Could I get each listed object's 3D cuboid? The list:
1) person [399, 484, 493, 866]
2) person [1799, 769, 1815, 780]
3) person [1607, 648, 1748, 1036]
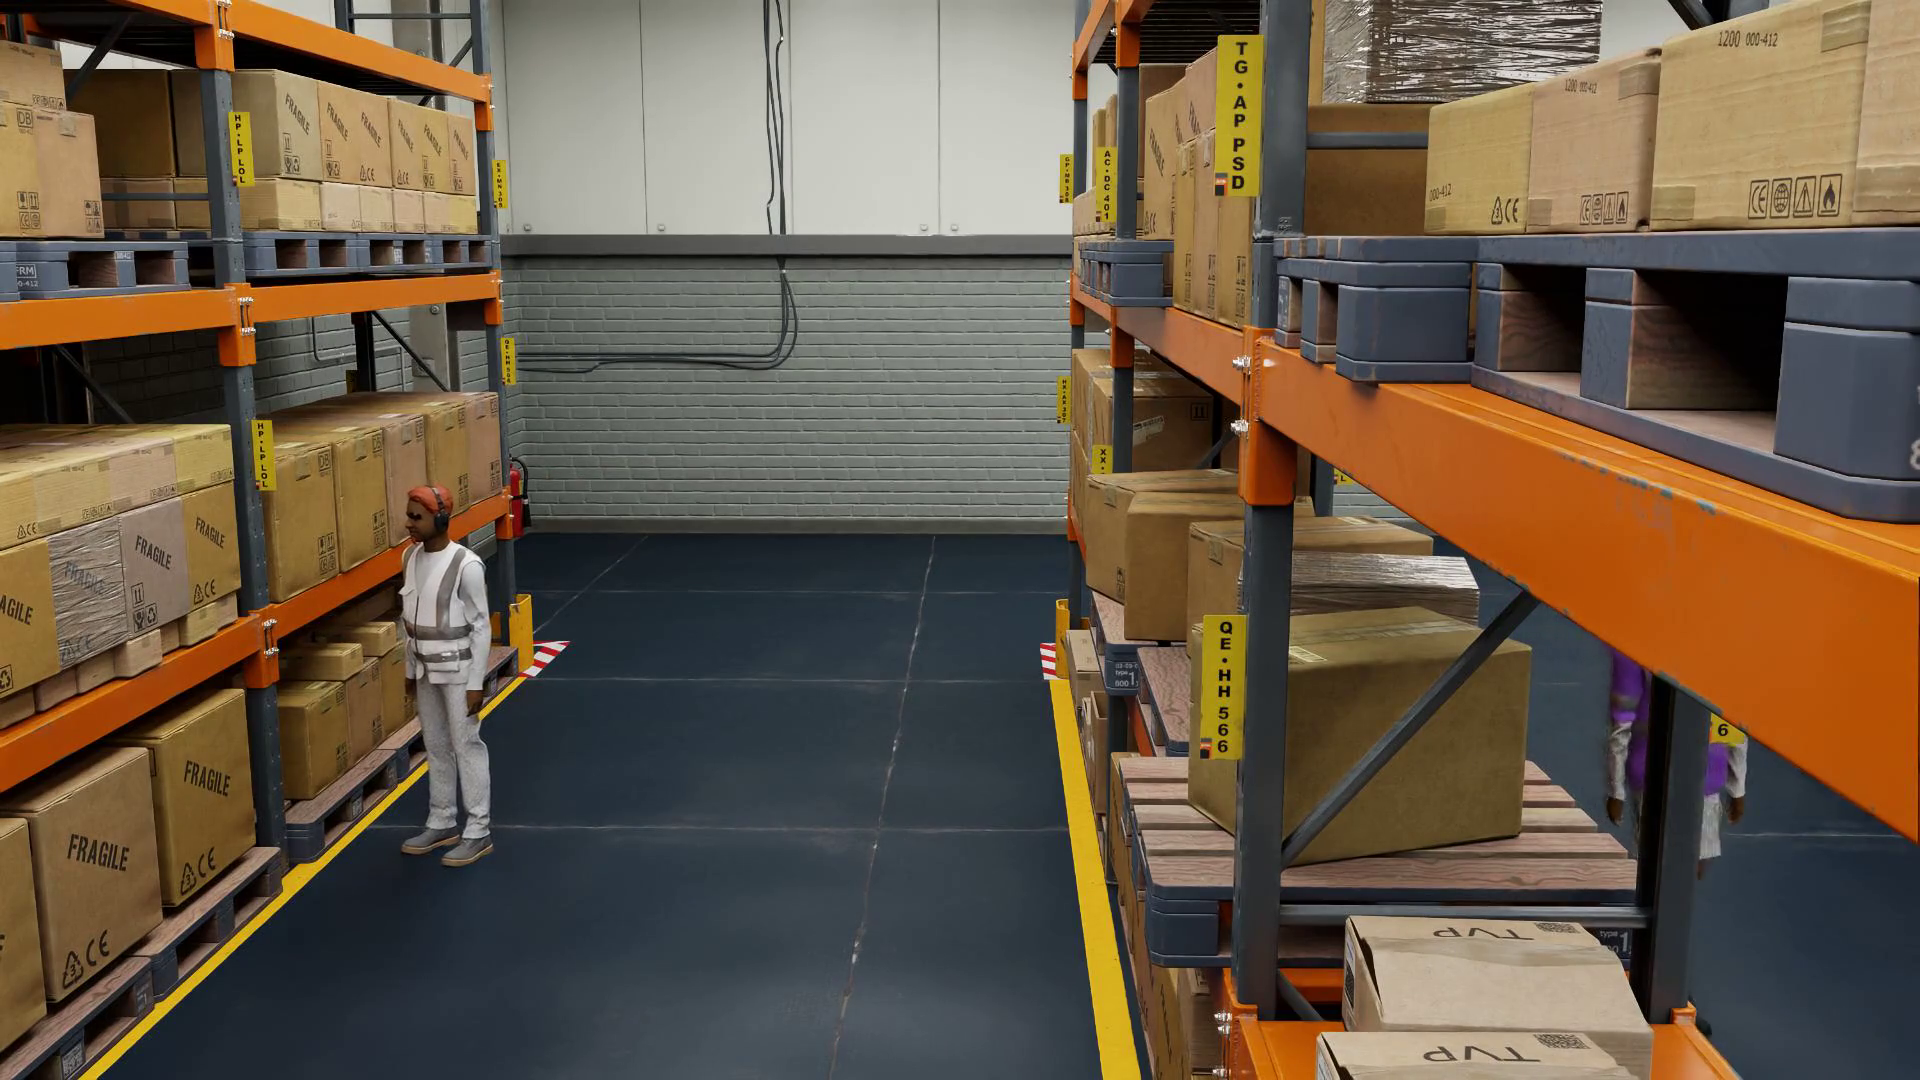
[{"bbox_3d":[-2.532,0.657,8.165,0.576,1.881,0.354,7,12,36],"label":"person"},{"bbox_3d":[5.048,0.422,9.409,0.625,1.927,0.388,1,10,8],"label":"person"},{"bbox_3d":[2.827,0.915,6.645,0.551,1.910,0.845,-1,10,-6],"label":"person"}]
